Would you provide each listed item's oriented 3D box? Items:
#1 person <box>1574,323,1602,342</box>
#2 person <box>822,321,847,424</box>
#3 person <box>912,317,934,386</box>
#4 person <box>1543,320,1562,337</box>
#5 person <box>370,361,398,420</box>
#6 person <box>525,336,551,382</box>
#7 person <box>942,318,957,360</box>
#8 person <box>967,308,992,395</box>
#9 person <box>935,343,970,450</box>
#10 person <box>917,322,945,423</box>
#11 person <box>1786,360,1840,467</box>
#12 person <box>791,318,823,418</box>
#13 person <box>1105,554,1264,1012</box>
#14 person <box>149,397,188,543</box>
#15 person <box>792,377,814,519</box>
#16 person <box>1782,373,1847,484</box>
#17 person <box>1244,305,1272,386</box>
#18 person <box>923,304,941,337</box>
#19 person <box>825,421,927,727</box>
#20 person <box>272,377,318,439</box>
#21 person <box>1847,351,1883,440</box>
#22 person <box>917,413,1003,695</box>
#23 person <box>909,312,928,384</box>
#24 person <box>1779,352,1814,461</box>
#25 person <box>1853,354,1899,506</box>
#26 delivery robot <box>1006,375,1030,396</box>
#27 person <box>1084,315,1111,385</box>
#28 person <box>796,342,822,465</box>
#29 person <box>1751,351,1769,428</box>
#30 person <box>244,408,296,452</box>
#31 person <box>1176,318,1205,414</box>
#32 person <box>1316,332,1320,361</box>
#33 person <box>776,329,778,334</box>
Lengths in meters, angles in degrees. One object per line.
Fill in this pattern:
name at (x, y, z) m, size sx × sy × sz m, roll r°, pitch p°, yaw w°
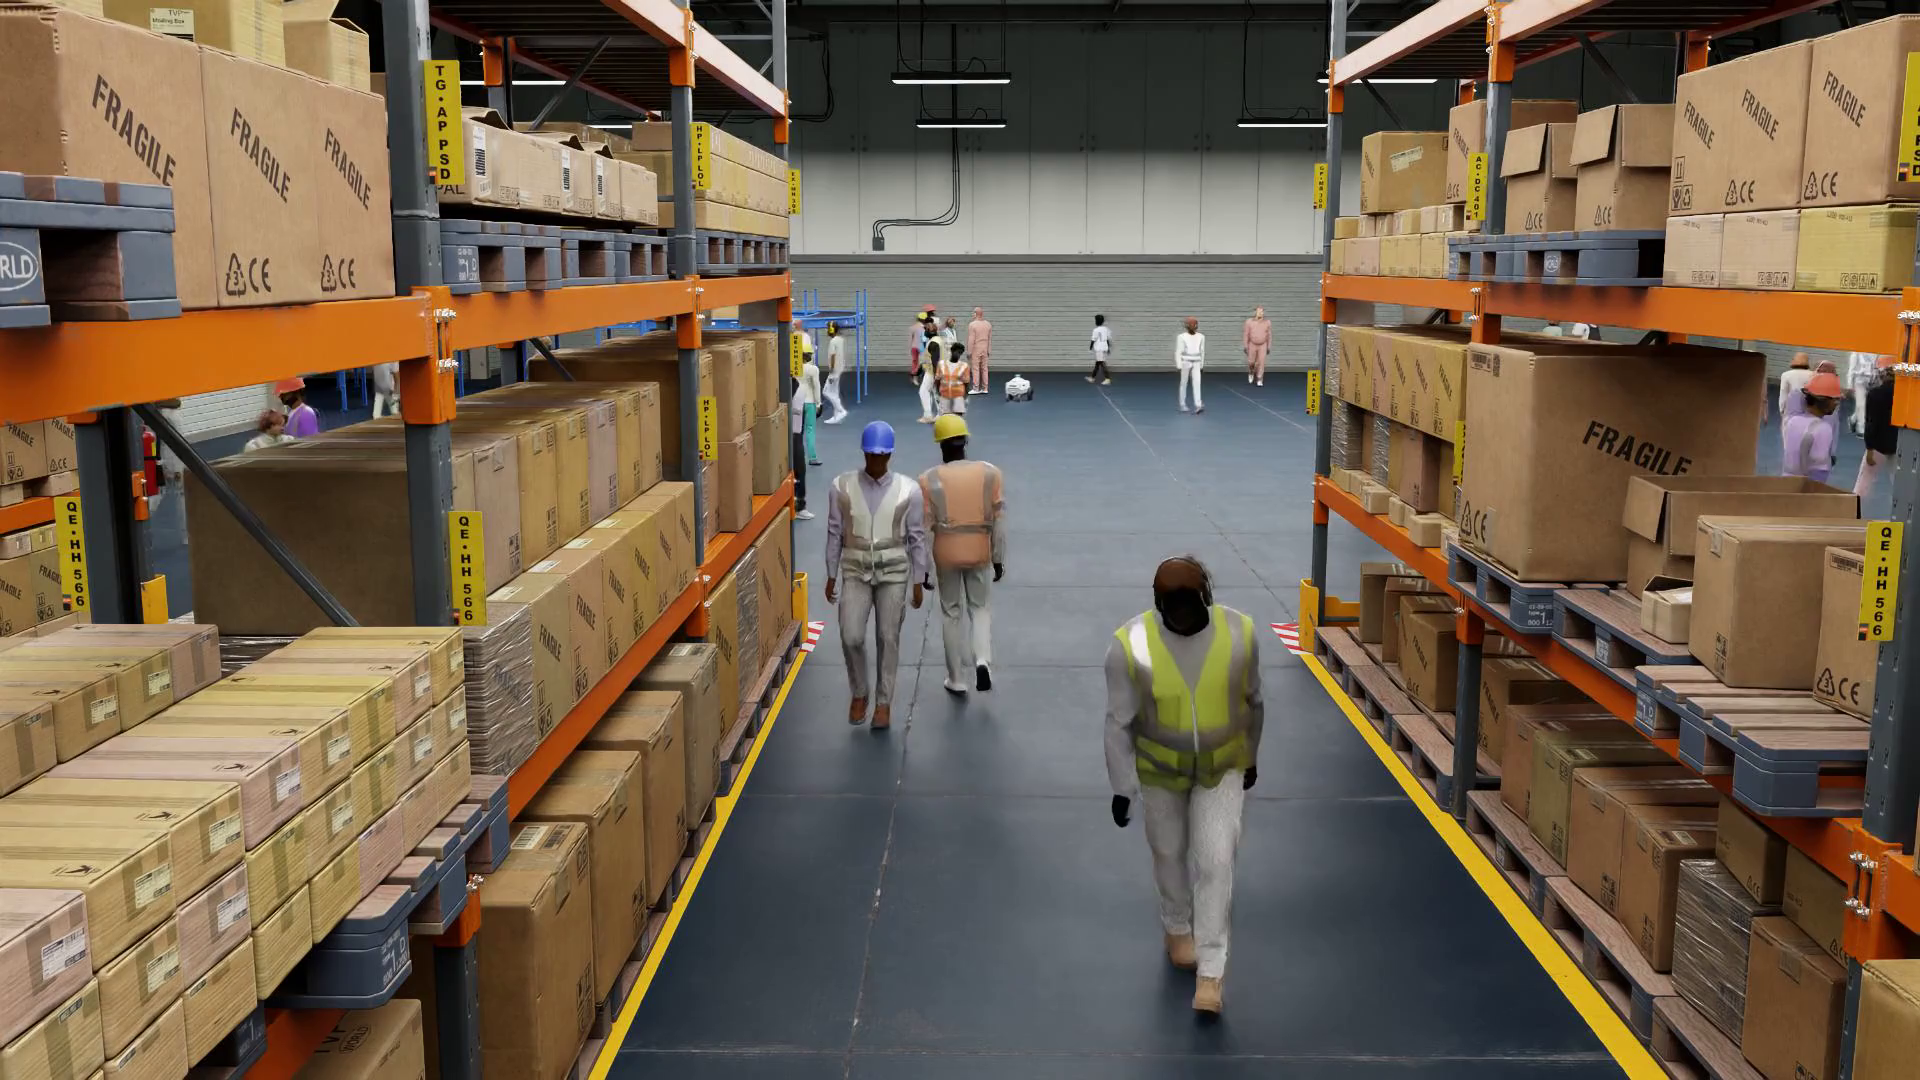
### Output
person at (13.791, -4.131, 36.217) m, size 0.687 × 2.000 × 0.949 m, roll -9°, pitch 13°, yaw -43°
person at (-2.287, -3.014, 29.943) m, size 0.385 × 1.856 × 0.564 m, roll 2°, pitch 10°, yaw 11°
person at (-0.758, -4.406, 38.906) m, size 0.527 × 1.648 × 0.799 m, roll -9°, pitch 13°, yaw -44°
person at (14.220, -4.565, 39.910) m, size 0.285 × 1.633 × 0.500 m, roll -8°, pitch 13°, yaw -41°
person at (-8.737, -2.204, 25.197) m, size 0.538 × 1.819 × 0.961 m, roll 2°, pitch 10°, yaw 9°
person at (-5.577, -1.806, 22.474) m, size 0.632 × 1.936 × 0.359 m, roll 2°, pitch 10°, yaw 13°
person at (-0.241, -4.292, 38.252) m, size 0.306 × 1.639 × 0.523 m, roll 5°, pitch 11°, yaw 29°
person at (0.393, -4.166, 36.703) m, size 0.655 × 1.906 × 0.407 m, roll -9°, pitch 13°, yaw -42°
person at (-0.112, -2.205, 25.708) m, size 0.555 × 1.692 × 0.323 m, roll 2°, pitch 10°, yaw 13°
person at (-0.554, -3.023, 30.127) m, size 0.654 × 1.820 × 0.631 m, roll 1°, pitch 10°, yaw 8°
person at (8.958, -0.947, 17.485) m, size 0.669 × 1.887 × 0.411 m, roll -4°, pitch 10°, yaw -20°
person at (-2.972, -3.161, 30.751) m, size 0.738 × 1.893 × 0.669 m, roll 5°, pitch 11°, yaw 27°
person at (0.890, 0.928, 6.581) m, size 0.639 × 1.779 × 0.884 m, roll 0°, pitch 9°, yaw 3°
person at (-8.132, -0.776, 16.974) m, size 0.488 × 1.715 × 0.825 m, roll 4°, pitch 10°, yaw 23°
person at (-2.031, -1.210, 19.063) m, size 0.593 × 1.892 × 0.854 m, roll -8°, pitch 12°, yaw -39°
person at (6.809, -0.333, 13.376) m, size 0.488 × 2.026 × 0.618 m, roll 0°, pitch 9°, yaw 0°
person at (7.034, -4.592, 39.284) m, size 0.660 × 1.892 × 0.620 m, roll 1°, pitch 10°, yaw 5°
person at (-0.689, -4.708, 39.927) m, size 0.463 × 1.909 × 0.591 m, roll 8°, pitch 12°, yaw 40°
person at (-0.523, 0.225, 10.320) m, size 0.644 × 1.928 × 0.463 m, roll 0°, pitch 9°, yaw 2°
person at (-6.158, -0.670, 15.803) m, size 0.776 × 1.905 × 0.562 m, roll -7°, pitch 12°, yaw -35°
person at (14.990, -2.595, 27.603) m, size 0.604 × 1.813 × 0.702 m, roll -1°, pitch 10°, yaw -6°
person at (0.005, 0.111, 11.076) m, size 0.605 × 1.903 × 0.511 m, roll -2°, pitch 10°, yaw -14°
person at (-1.019, -4.558, 39.570) m, size 0.583 × 1.725 × 0.494 m, roll 8°, pitch 12°, yaw 39°
person at (12.099, -1.904, 24.031) m, size 0.507 × 1.622 × 0.343 m, roll 3°, pitch 10°, yaw 19°
person at (9.802, -1.018, 17.721) m, size 0.599 × 1.942 × 0.969 m, roll -1°, pitch 10°, yaw -6°
delivery robot at (1.220, -3.244, 35.068) m, size 0.477 × 0.478 × 0.707 m, roll 3°, pitch 10°, yaw 18°
person at (3.271, -4.519, 39.551) m, size 0.875 × 1.644 × 0.553 m, roll 8°, pitch 12°, yaw 40°
person at (-2.235, -1.955, 23.887) m, size 0.526 × 1.765 × 0.329 m, roll 4°, pitch 10°, yaw 23°
person at (10.330, -1.610, 21.869) m, size 0.531 × 1.753 × 0.410 m, roll 0°, pitch 9°, yaw -2°
person at (-6.247, -0.399, 15.043) m, size 0.747 × 1.609 × 0.509 m, roll 7°, pitch 12°, yaw 35°
person at (4.468, -3.372, 32.180) m, size 0.594 × 1.828 × 1.013 m, roll -2°, pitch 10°, yaw -12°
person at (8.446, -4.264, 38.238) m, size 0.512 × 1.585 × 0.861 m, roll 3°, pitch 10°, yaw 17°
person at (-4.262, -4.636, 39.441) m, size 0.518 × 1.929 × 0.624 m, roll 0°, pitch 9°, yaw 0°
